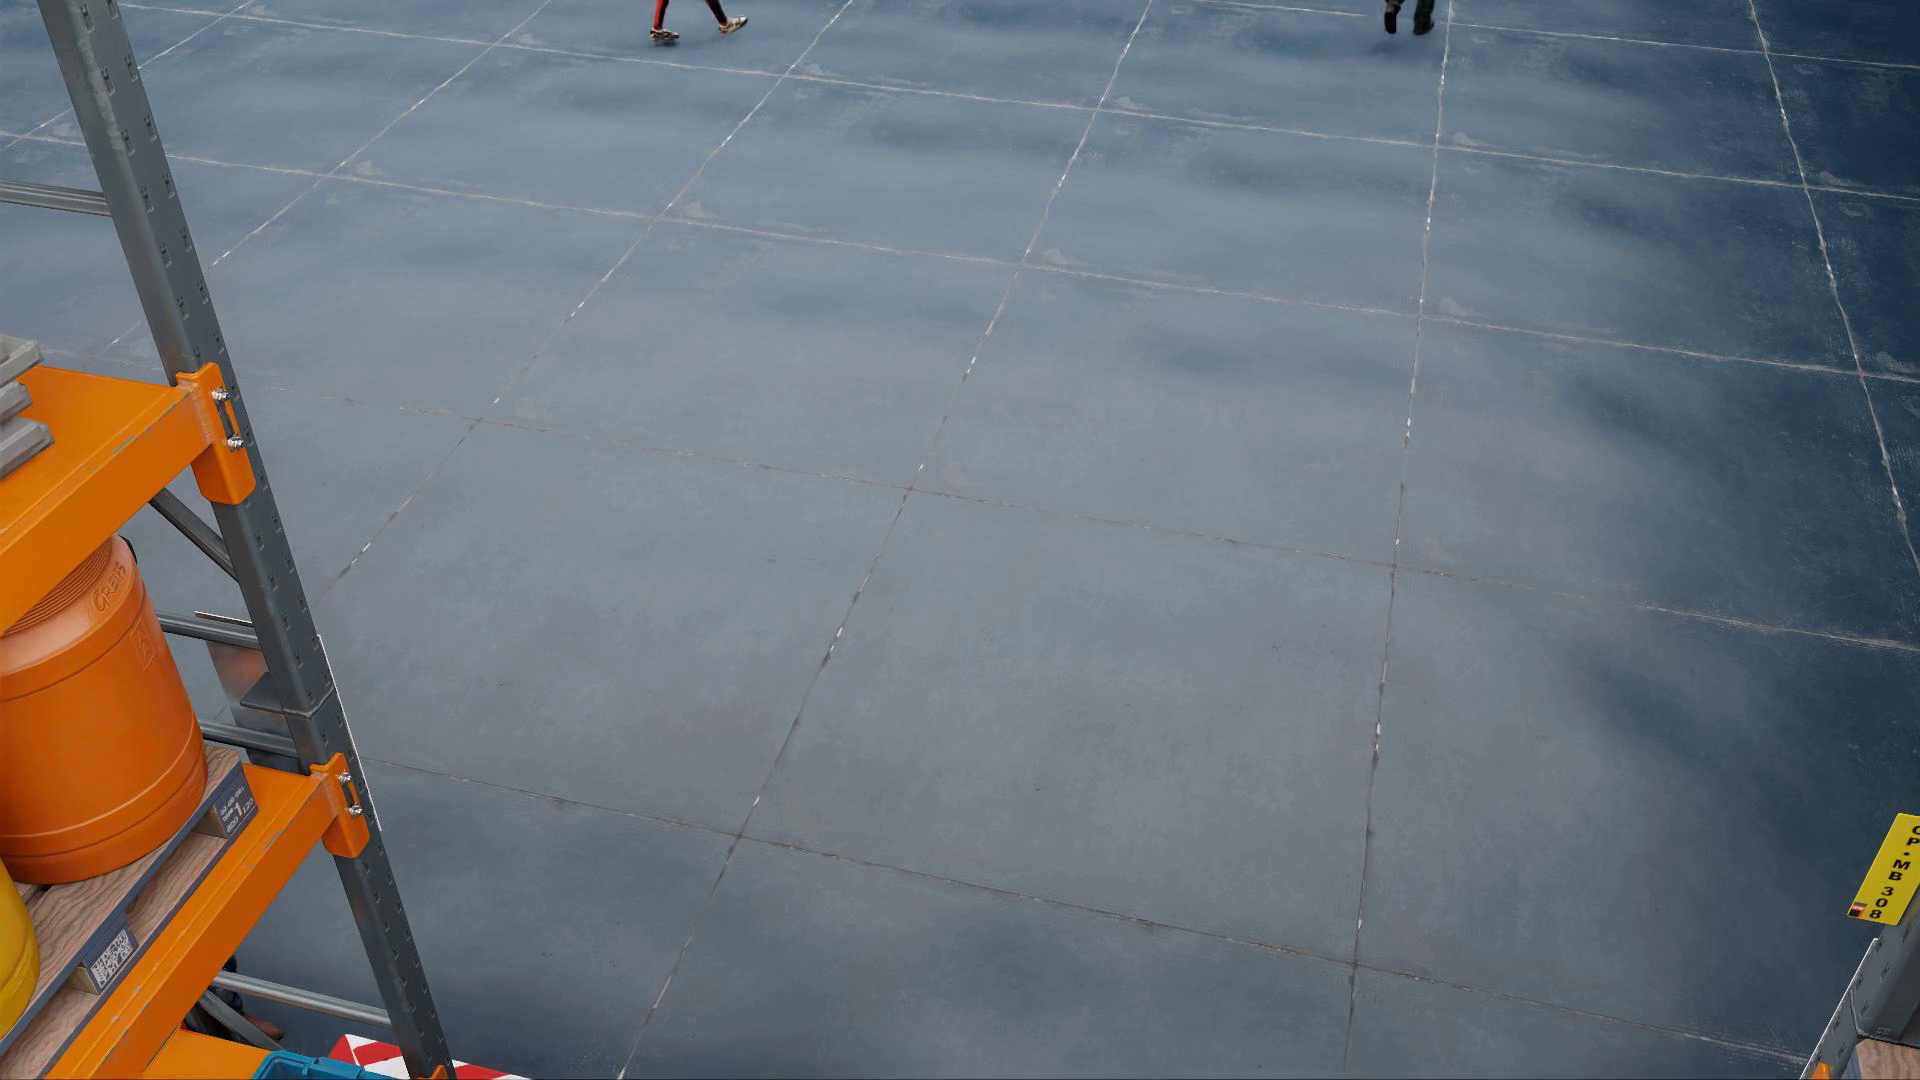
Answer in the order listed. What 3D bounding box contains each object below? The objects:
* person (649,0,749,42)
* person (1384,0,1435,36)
[{"bbox_3d":[-2.723,-5.572,15.769,1.195,1.757,1.176,-17,41,-20],"label":"person"},{"bbox_3d":[4.430,-5.703,15.836,0.967,1.880,1.136,31,47,33],"label":"person"}]
